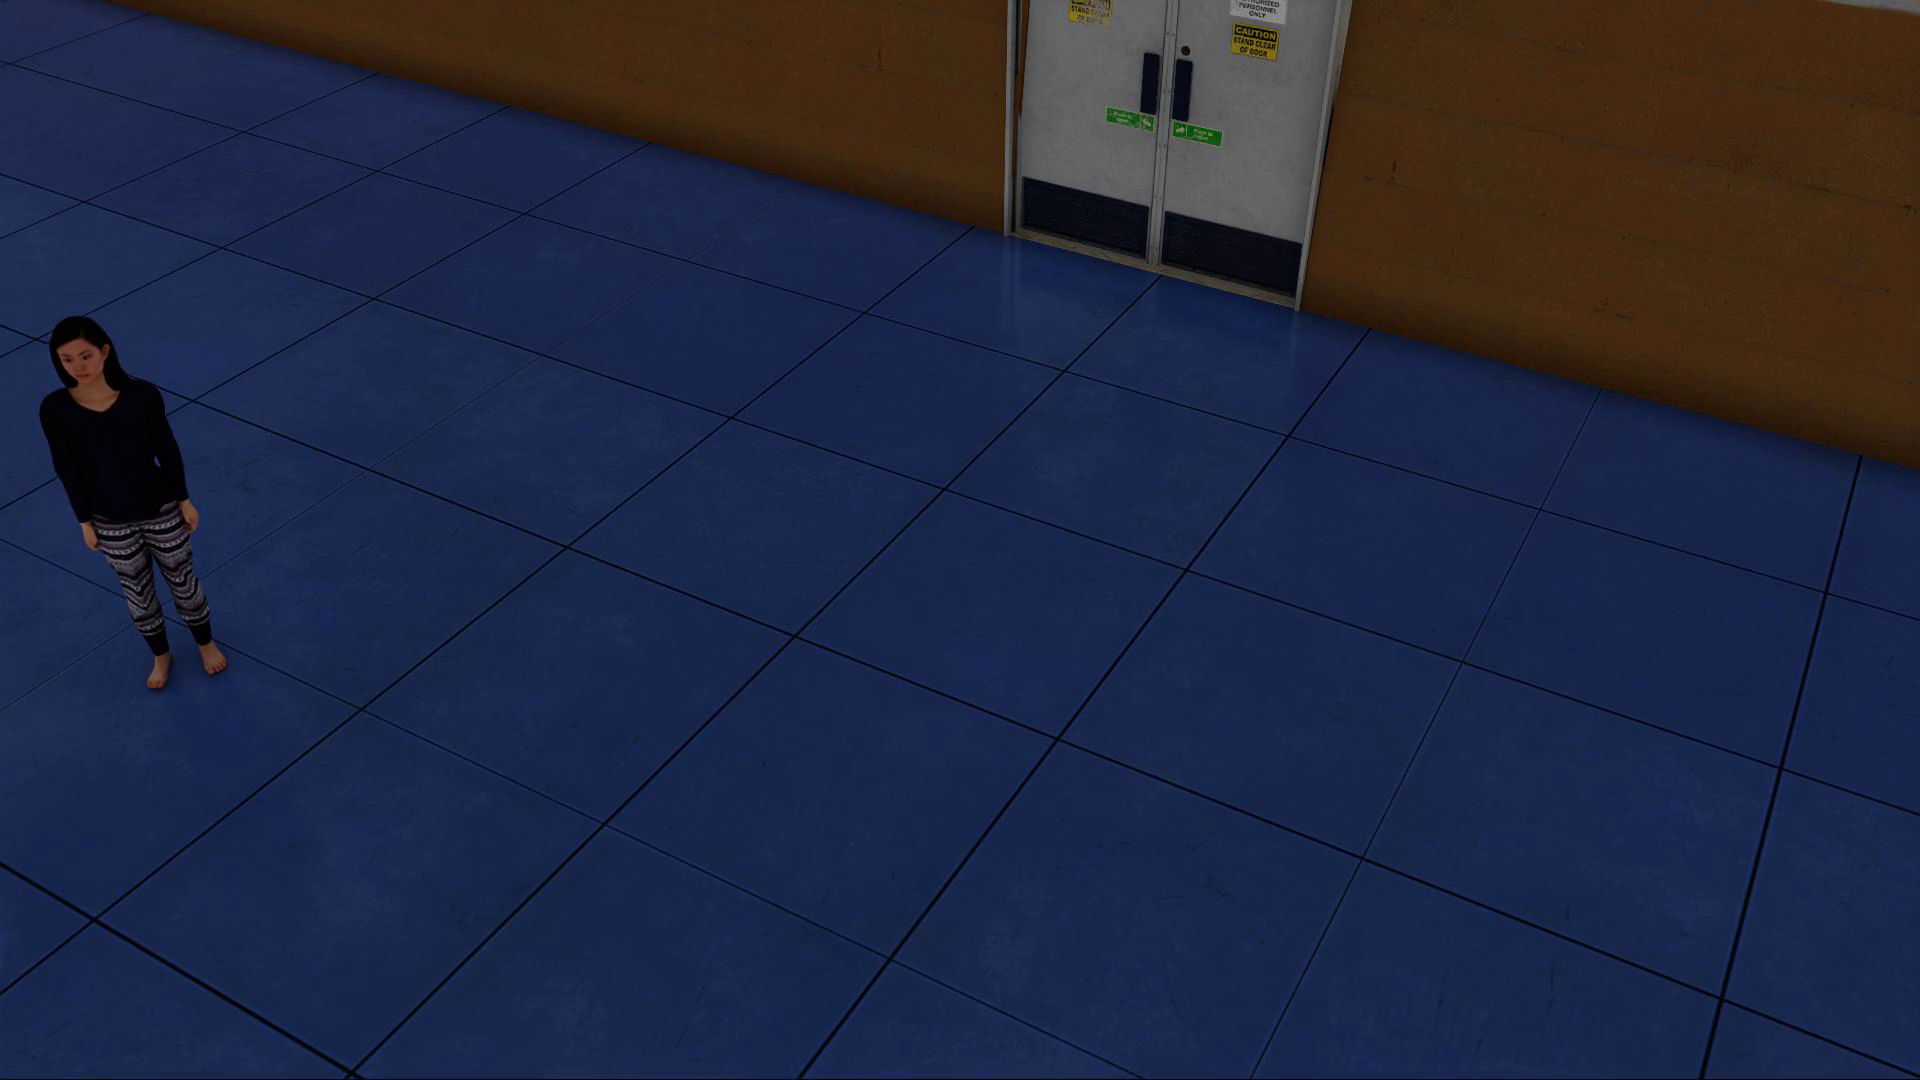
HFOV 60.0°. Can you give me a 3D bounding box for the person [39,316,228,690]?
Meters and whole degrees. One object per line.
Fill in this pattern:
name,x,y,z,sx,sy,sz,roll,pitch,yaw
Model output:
person,-3.405,-0.155,6.855,0.648,1.733,0.739,-14,39,-18
